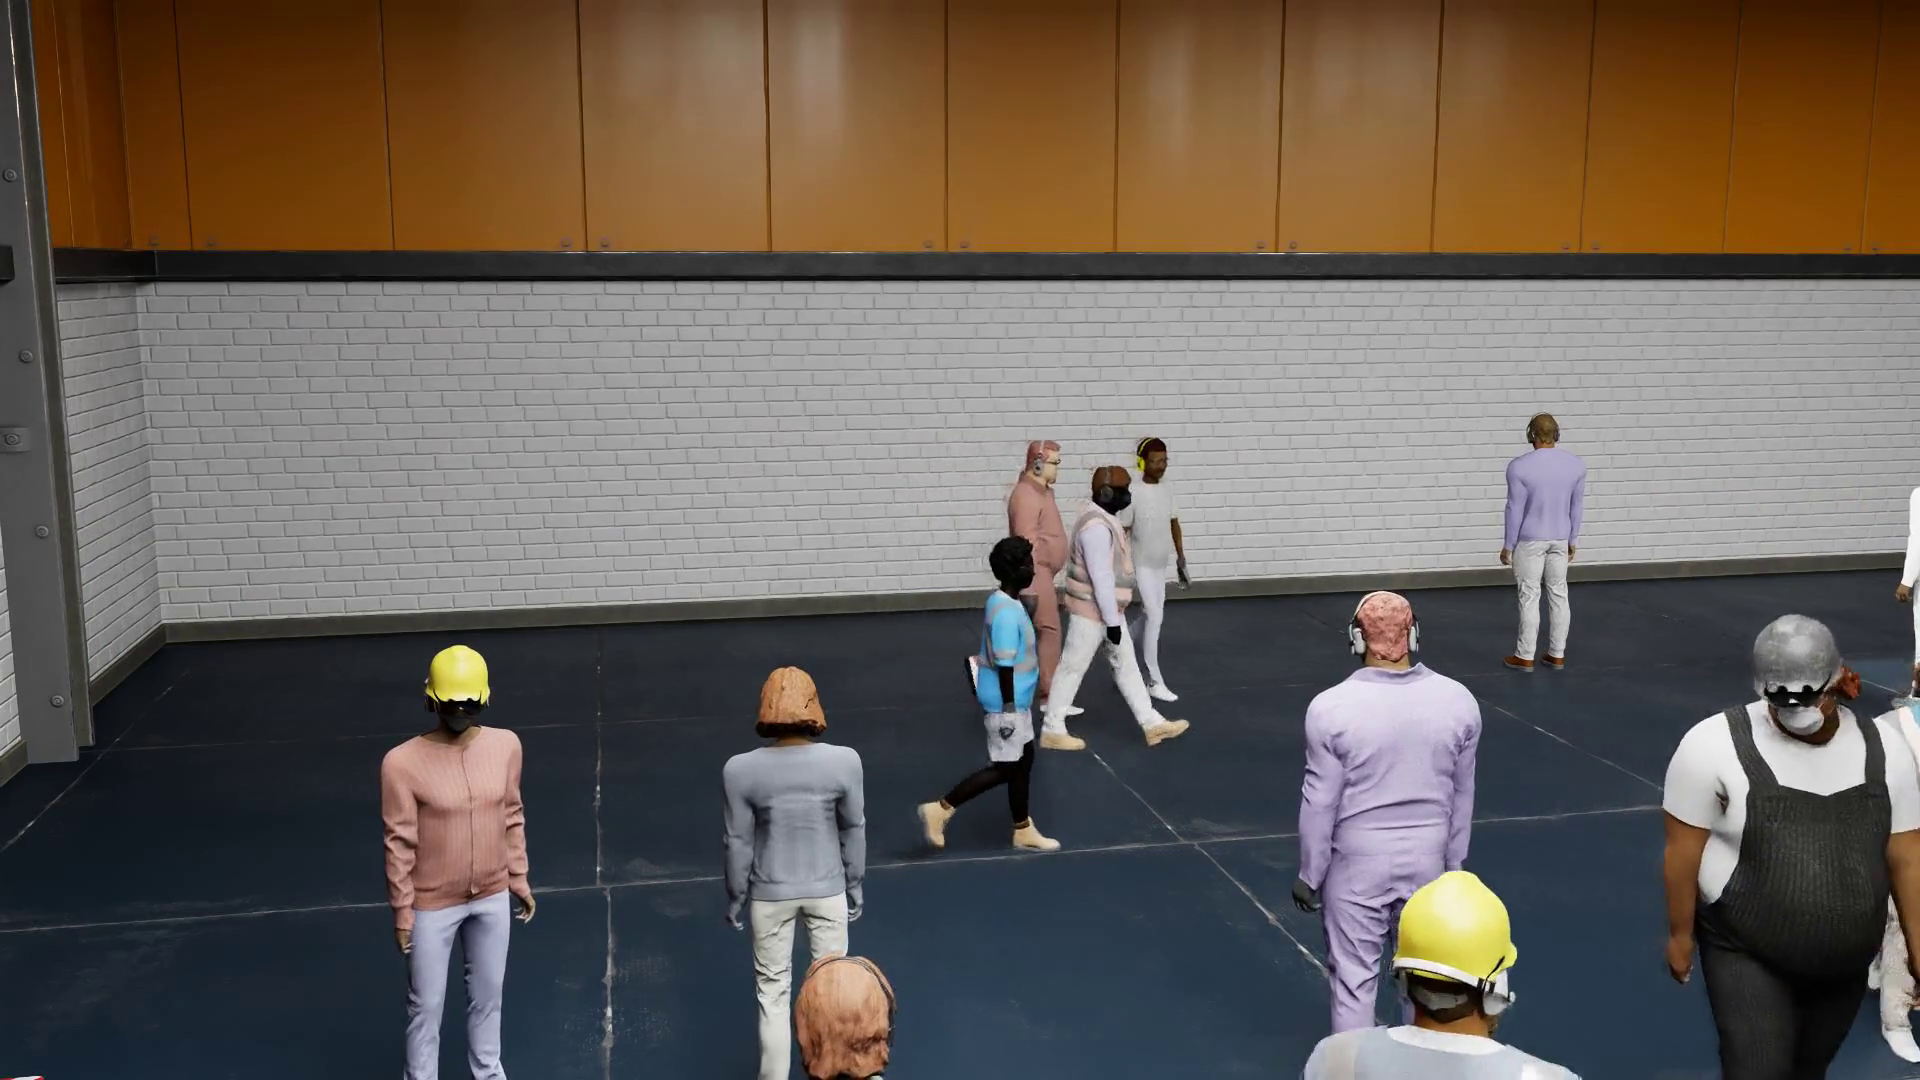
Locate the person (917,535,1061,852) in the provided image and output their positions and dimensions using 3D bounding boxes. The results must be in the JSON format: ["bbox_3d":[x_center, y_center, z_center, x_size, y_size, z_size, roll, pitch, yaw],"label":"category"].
[{"bbox_3d":[0.154,0.802,8.408,0.665,1.680,0.540,0,9,1],"label":"person"}]

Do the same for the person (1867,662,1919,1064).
[{"bbox_3d":[3.683,1.154,6.453,0.507,1.607,0.584,0,9,2],"label":"person"}]

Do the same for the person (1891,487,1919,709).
[{"bbox_3d":[6.569,0.246,11.149,0.573,1.886,0.356,-2,9,-11],"label":"person"}]

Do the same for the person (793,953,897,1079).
[{"bbox_3d":[-0.213,1.641,3.394,0.513,1.639,0.313,-2,9,-11],"label":"person"}]

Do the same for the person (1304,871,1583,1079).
[{"bbox_3d":[0.956,1.564,3.316,0.618,1.817,0.499,6,11,32],"label":"person"}]

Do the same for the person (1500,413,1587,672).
[{"bbox_3d":[4.322,0.021,12.382,0.627,1.933,0.373,-2,9,-11],"label":"person"}]

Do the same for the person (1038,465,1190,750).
[{"bbox_3d":[0.931,0.436,10.282,0.981,1.794,0.654,2,10,12],"label":"person"}]

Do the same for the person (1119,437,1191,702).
[{"bbox_3d":[1.291,0.172,11.767,0.518,1.840,0.806,-7,12,-36],"label":"person"}]

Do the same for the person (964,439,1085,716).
[{"bbox_3d":[0.436,0.248,11.177,0.764,1.877,0.655,1,9,7],"label":"person"}]

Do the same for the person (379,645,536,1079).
[{"bbox_3d":[-1.682,1.215,5.629,0.328,1.762,0.523,9,13,44],"label":"person"}]

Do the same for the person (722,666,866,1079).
[{"bbox_3d":[-0.574,1.245,5.823,0.498,1.633,0.282,-2,9,-11],"label":"person"}]

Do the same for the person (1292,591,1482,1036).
[{"bbox_3d":[1.461,1.118,5.795,0.637,1.901,0.403,-2,9,-11],"label":"person"}]
